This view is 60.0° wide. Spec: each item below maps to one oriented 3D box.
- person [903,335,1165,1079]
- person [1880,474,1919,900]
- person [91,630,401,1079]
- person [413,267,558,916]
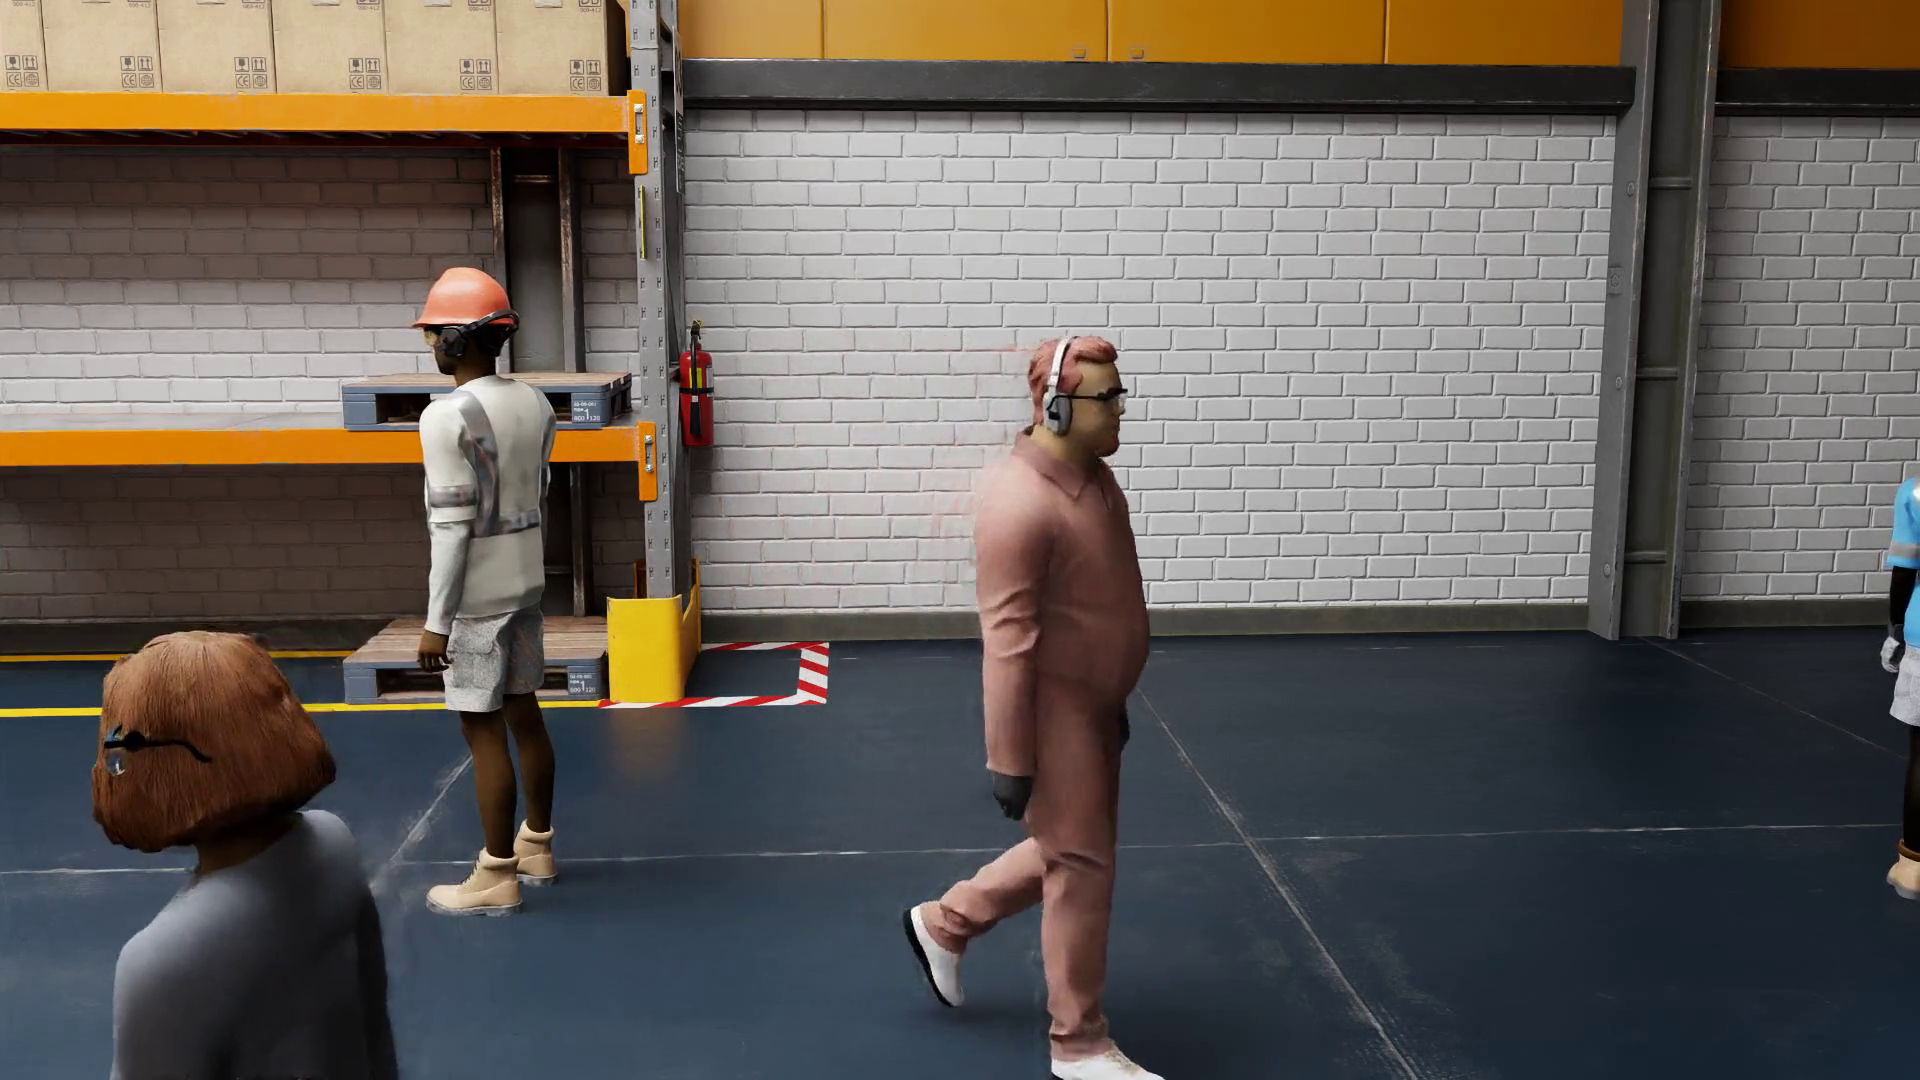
[{"bbox_3d":[0.189,0.428,4.160,0.695,1.883,0.651,3,10,19],"label":"person"},{"bbox_3d":[3.251,0.334,5.333,0.540,1.697,0.317,4,10,25],"label":"person"},{"bbox_3d":[-0.938,0.899,2.100,0.843,1.580,0.522,0,9,0],"label":"person"},{"bbox_3d":[-1.517,0.171,5.275,0.375,2.044,0.605,2,9,15],"label":"person"}]
